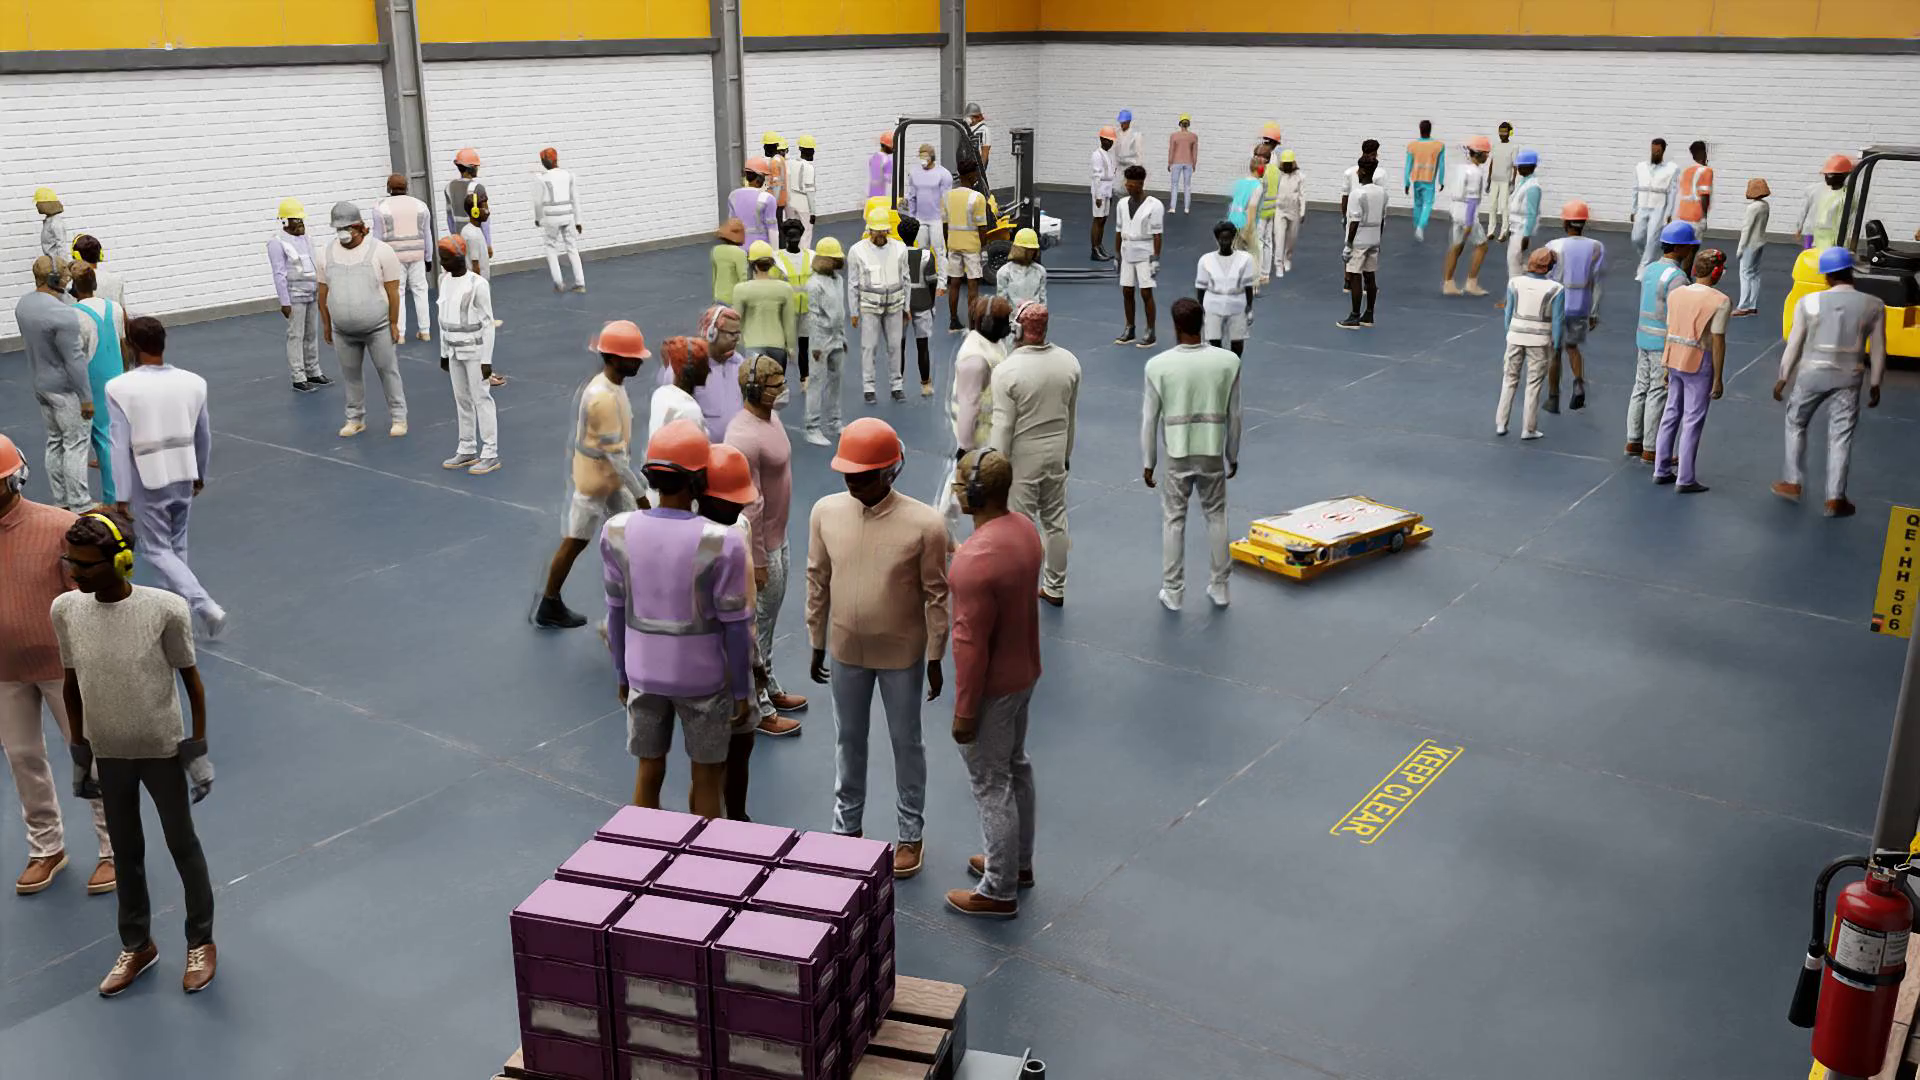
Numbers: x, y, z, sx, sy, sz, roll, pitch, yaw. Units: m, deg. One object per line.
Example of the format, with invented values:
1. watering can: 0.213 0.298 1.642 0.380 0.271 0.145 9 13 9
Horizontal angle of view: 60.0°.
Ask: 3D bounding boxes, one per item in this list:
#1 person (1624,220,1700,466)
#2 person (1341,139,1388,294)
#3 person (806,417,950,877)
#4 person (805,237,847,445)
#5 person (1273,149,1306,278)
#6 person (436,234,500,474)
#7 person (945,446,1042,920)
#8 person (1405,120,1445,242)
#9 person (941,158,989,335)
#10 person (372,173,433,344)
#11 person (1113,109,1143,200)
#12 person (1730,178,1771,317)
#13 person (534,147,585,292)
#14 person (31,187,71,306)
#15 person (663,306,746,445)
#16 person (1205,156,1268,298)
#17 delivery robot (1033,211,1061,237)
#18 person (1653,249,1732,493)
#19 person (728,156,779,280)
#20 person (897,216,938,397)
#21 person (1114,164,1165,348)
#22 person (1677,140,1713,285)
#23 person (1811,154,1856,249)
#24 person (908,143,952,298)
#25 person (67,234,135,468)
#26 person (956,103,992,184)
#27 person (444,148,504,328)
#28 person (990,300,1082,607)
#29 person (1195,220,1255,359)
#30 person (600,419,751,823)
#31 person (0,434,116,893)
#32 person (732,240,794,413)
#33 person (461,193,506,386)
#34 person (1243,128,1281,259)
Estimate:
1. person: 5.631 -1.579 13.346 0.384 1.948 0.605 -1 18 -3
2. person: 5.189 -4.152 21.364 0.612 1.963 0.361 12 22 34
3. person: -0.351 0.453 6.916 0.616 1.990 0.393 6 19 17
4. person: -1.099 -1.678 13.996 0.315 1.740 0.493 9 20 26
5. person: 4.496 -4.525 22.933 0.489 1.715 0.781 1 18 3
6. person: -3.883 -1.459 13.072 0.573 1.886 0.357 13 22 35
7. person: 0.134 0.573 6.649 0.376 1.932 0.636 7 19 22
8. person: 7.341 -5.689 26.320 0.591 1.875 0.880 9 20 27
9. person: 0.071 -3.287 18.657 0.610 1.965 0.364 13 22 35
10. person: -6.092 -3.080 18.229 0.633 1.840 0.430 -12 22 -34
11. person: 2.845 -6.357 28.341 0.620 1.923 0.548 13 22 36
12. person: 9.424 -3.479 19.812 0.502 1.628 0.274 -15 23 -39
13. person: -5.163 -4.103 21.393 0.489 1.854 0.598 16 24 42
14. person: -9.614 -2.872 17.720 0.295 1.743 0.492 -13 22 -34
15. person: -1.608 -0.523 10.192 0.826 1.868 0.673 14 23 38
16. person: 3.497 -3.918 20.937 0.836 1.795 0.584 -6 19 -19
17. delivery robot: 1.241 -4.806 25.540 0.477 0.478 0.707 13 22 35
18. person: 5.517 -1.270 12.566 0.394 1.836 0.560 -7 19 -20
19. person: -2.218 -3.148 18.123 0.613 2.033 0.411 10 20 28
20. person: -0.471 -2.180 15.632 0.532 1.697 0.319 0 18 2
21. person: 1.925 -3.073 18.010 0.623 1.951 0.379 16 24 41
22. person: 9.460 -4.155 21.450 0.368 1.927 0.702 -2 18 -6
23. person: 9.695 -3.259 18.488 0.694 2.019 0.644 1 18 4
24. person: -0.387 -4.052 21.122 0.631 1.929 0.378 11 21 30
25. person: -6.831 -1.495 13.242 0.332 1.858 0.529 8 19 23
26. person: 0.198 -6.352 28.126 0.537 2.000 0.679 -10 20 -29
27. person: -5.564 -3.436 18.999 0.610 2.043 0.397 11 21 30
28. person: 0.412 -0.485 9.989 0.641 1.910 0.401 -13 22 -34
29. person: 2.464 -2.143 15.528 0.559 1.683 0.416 3 18 8
30. person: -1.103 0.521 6.655 0.605 2.033 0.436 4 18 13
31. person: -3.785 0.508 6.772 0.623 1.981 0.409 -2 18 -5
32. person: -1.616 -1.608 13.791 0.532 1.734 0.855 -9 20 -26
33. person: -4.653 -2.422 16.130 0.324 1.862 0.511 -6 19 -17
34. person: 4.446 -5.018 24.194 0.679 1.888 0.591 -9 20 -27
